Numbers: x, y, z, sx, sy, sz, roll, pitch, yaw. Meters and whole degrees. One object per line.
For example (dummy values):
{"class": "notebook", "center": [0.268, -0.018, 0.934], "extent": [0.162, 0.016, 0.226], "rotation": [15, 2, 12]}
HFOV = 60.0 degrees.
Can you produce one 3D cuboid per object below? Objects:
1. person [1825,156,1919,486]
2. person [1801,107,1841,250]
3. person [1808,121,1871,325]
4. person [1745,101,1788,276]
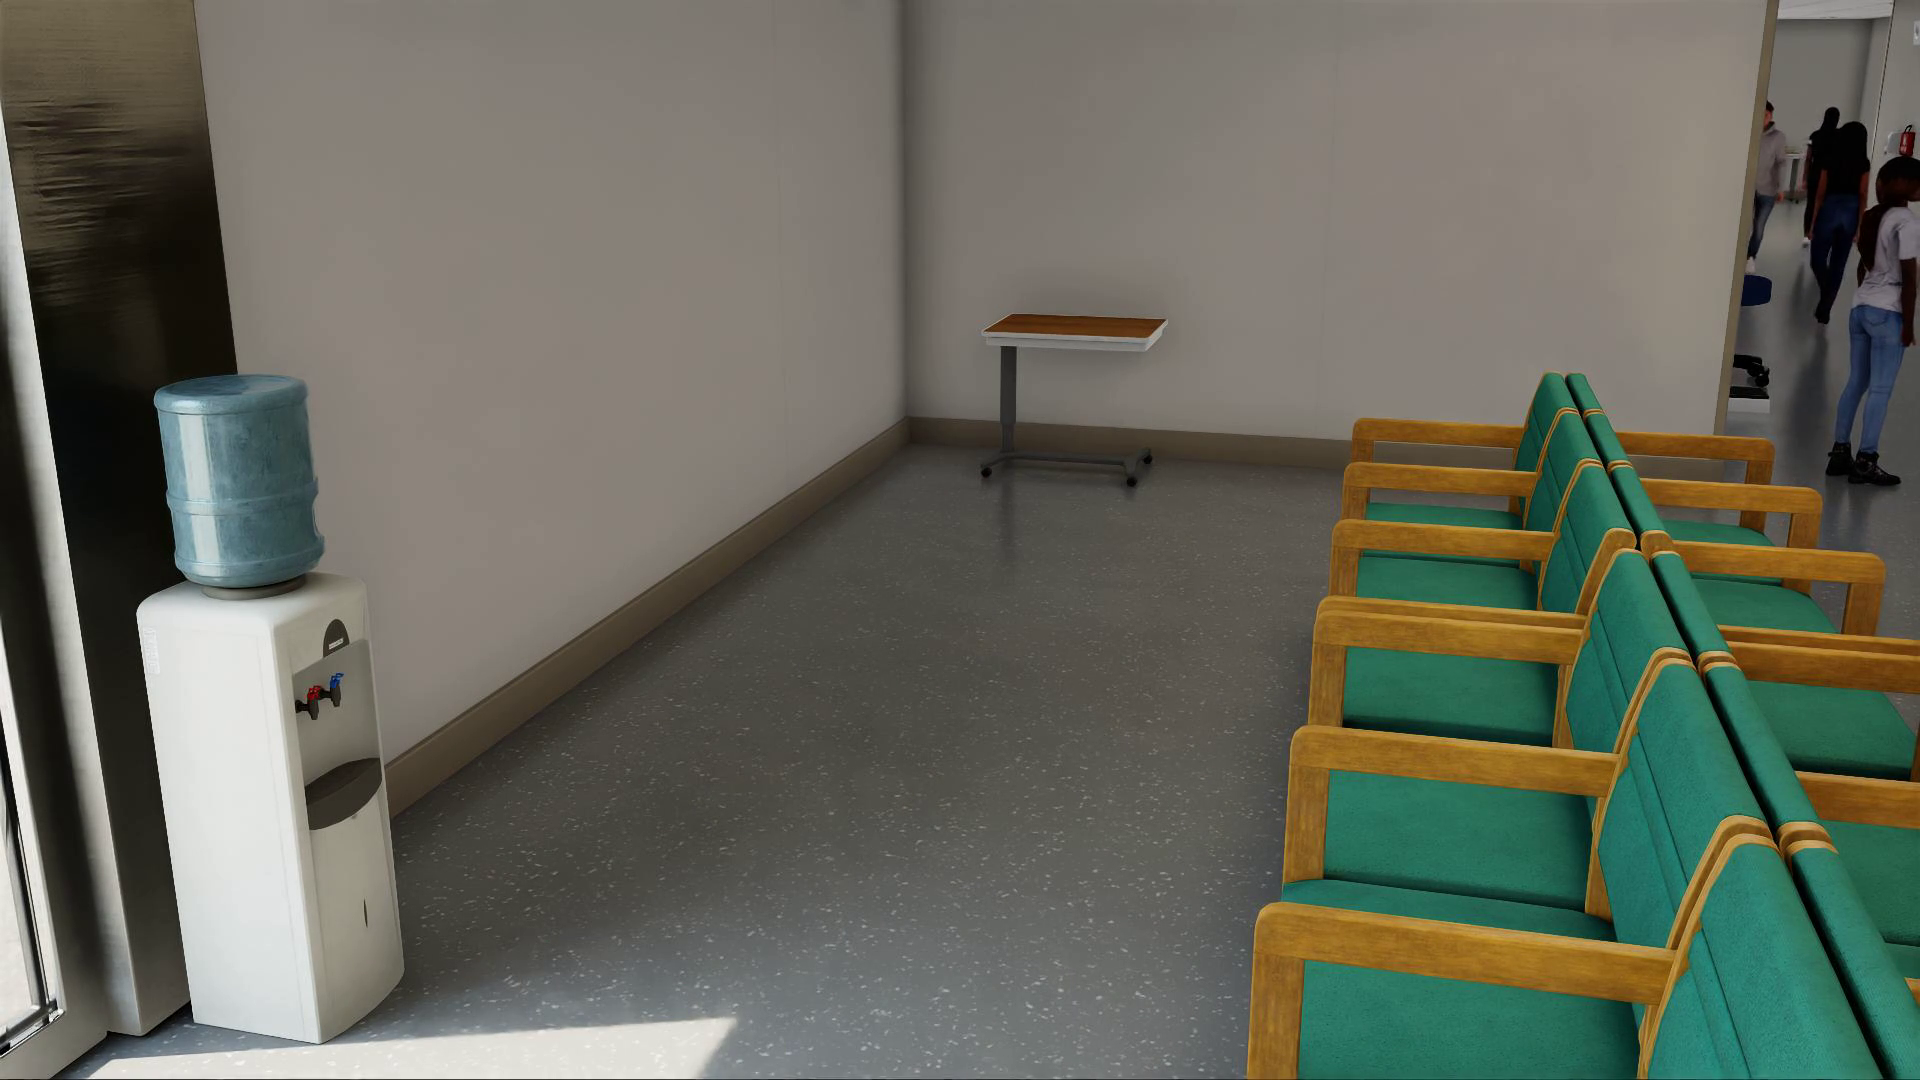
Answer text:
{"class": "person", "center": [4.910, -1.175, 8.883], "extent": [0.622, 1.721, 0.646], "rotation": [-1, 16, -2]}
{"class": "person", "center": [10.475, -4.351, 20.223], "extent": [1.212, 1.682, 0.932], "rotation": [10, 19, 31]}
{"class": "person", "center": [7.531, -2.693, 14.269], "extent": [0.810, 1.722, 0.675], "rotation": [6, 17, 19]}
{"class": "person", "center": [8.427, -3.669, 17.557], "extent": [1.192, 1.815, 0.827], "rotation": [6, 17, 22]}
